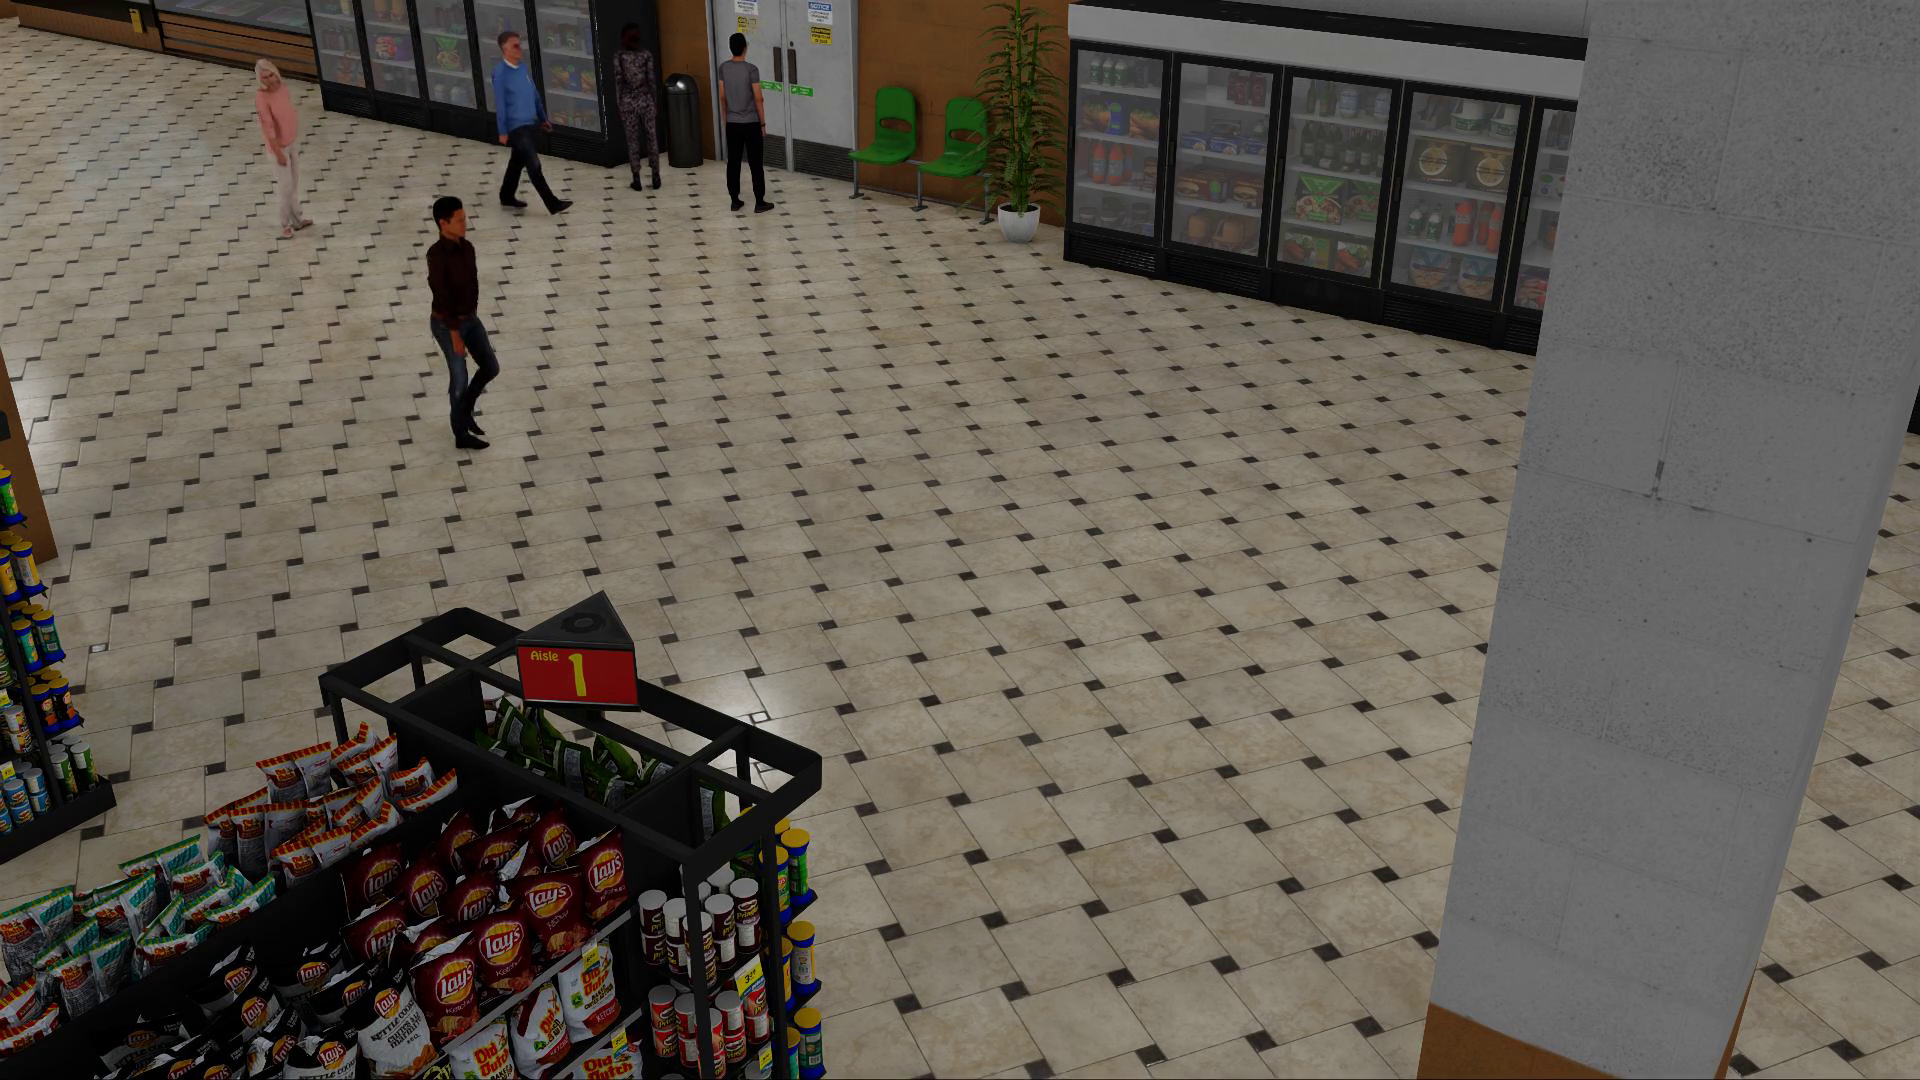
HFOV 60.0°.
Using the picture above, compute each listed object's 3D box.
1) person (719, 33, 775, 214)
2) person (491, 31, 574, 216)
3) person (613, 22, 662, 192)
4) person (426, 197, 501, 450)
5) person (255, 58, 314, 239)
[{"bbox_3d":[-2.161,-4.160,16.586,0.670,1.755,0.640,9,28,16],"label":"person"},{"bbox_3d":[-4.426,-4.112,16.476,0.989,1.768,1.159,7,28,14],"label":"person"},{"bbox_3d":[-3.362,-4.515,17.331,0.658,1.714,0.737,-9,28,-17],"label":"person"},{"bbox_3d":[-3.474,-1.452,11.236,0.805,1.763,0.678,11,29,20],"label":"person"},{"bbox_3d":[-6.464,-3.769,15.879,0.869,1.696,0.685,-3,27,-5],"label":"person"}]
